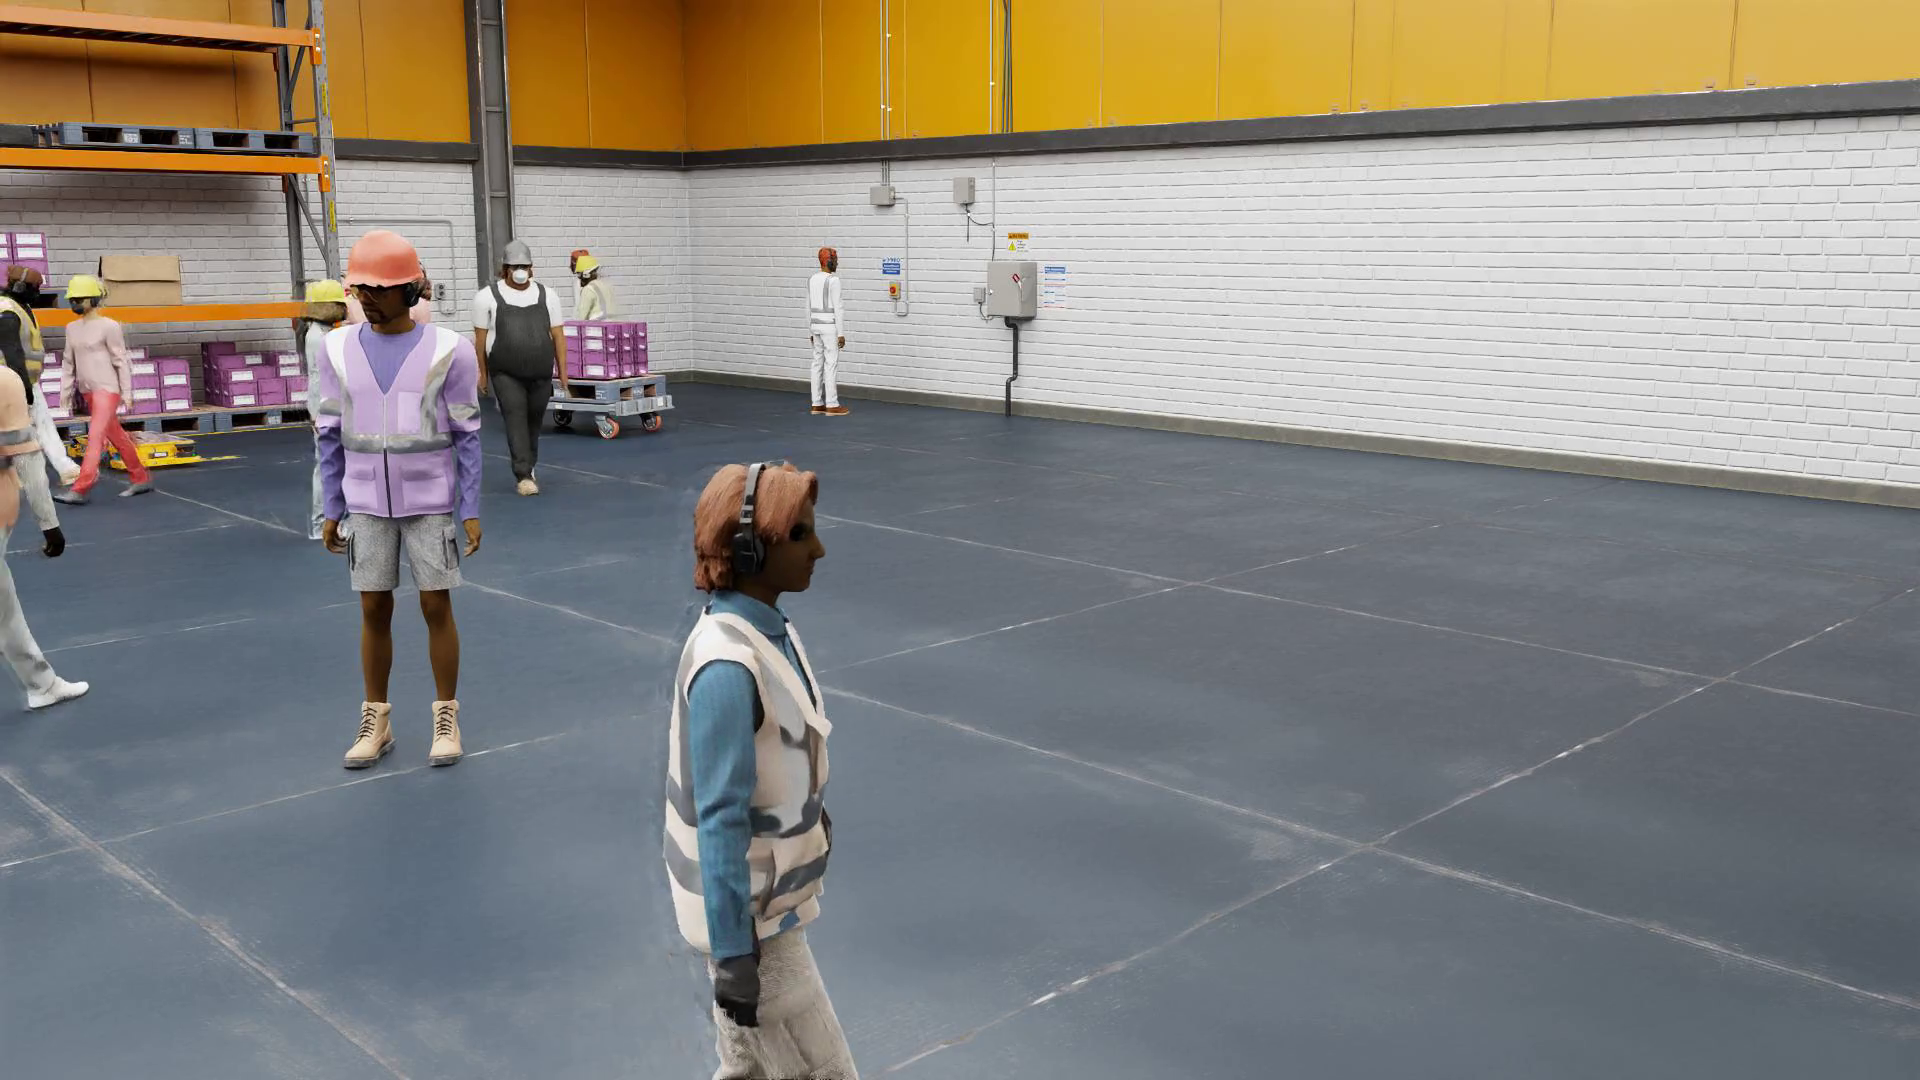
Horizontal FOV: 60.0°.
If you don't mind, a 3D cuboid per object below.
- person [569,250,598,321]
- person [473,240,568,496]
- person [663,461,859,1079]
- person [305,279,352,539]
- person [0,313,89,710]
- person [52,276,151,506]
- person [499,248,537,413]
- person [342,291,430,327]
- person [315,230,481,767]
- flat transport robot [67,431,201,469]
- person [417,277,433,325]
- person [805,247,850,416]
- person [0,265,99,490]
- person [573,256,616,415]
[{"bbox_3d":[-4.324,-2.438,19.348,0.569,1.857,0.665,2,11,8],"label":"person"},{"bbox_3d":[-3.499,-1.421,13.291,0.690,2.000,1.002,-6,12,-29],"label":"person"},{"bbox_3d":[-0.348,0.667,3.008,0.370,1.625,0.537,0,10,-1],"label":"person"},{"bbox_3d":[-4.073,-0.851,11.016,0.592,1.723,0.507,-2,11,-9],"label":"person"},{"bbox_3d":[-3.997,-0.130,6.721,0.600,1.881,1.011,3,11,16],"label":"person"},{"bbox_3d":[-6.563,-1.130,12.586,0.542,1.710,0.924,4,11,23],"label":"person"},{"bbox_3d":[-4.967,-2.364,18.713,0.377,1.940,0.628,-9,14,-42],"label":"person"},{"bbox_3d":[-4.204,-1.155,12.207,0.642,1.910,0.401,-2,11,-10],"label":"person"},{"bbox_3d":[-2.123,-0.138,6.308,0.605,2.037,0.394,-1,10,-3],"label":"person"},{"bbox_3d":[-7.376,-0.816,14.822,0.652,0.197,1.431,-10,14,-44],"label":"flat transport robot"},{"bbox_3d":[-5.728,-1.999,17.660,0.832,1.580,0.513,-9,14,-40],"label":"person"},{"bbox_3d":[-1.503,-2.343,18.749,0.337,1.882,0.585,-9,14,-42],"label":"person"},{"bbox_3d":[-7.352,-1.263,13.145,0.910,1.782,0.687,-3,11,-16],"label":"person"},{"bbox_3d":[-4.183,-2.297,18.769,0.906,1.774,0.621,1,10,5],"label":"person"}]
